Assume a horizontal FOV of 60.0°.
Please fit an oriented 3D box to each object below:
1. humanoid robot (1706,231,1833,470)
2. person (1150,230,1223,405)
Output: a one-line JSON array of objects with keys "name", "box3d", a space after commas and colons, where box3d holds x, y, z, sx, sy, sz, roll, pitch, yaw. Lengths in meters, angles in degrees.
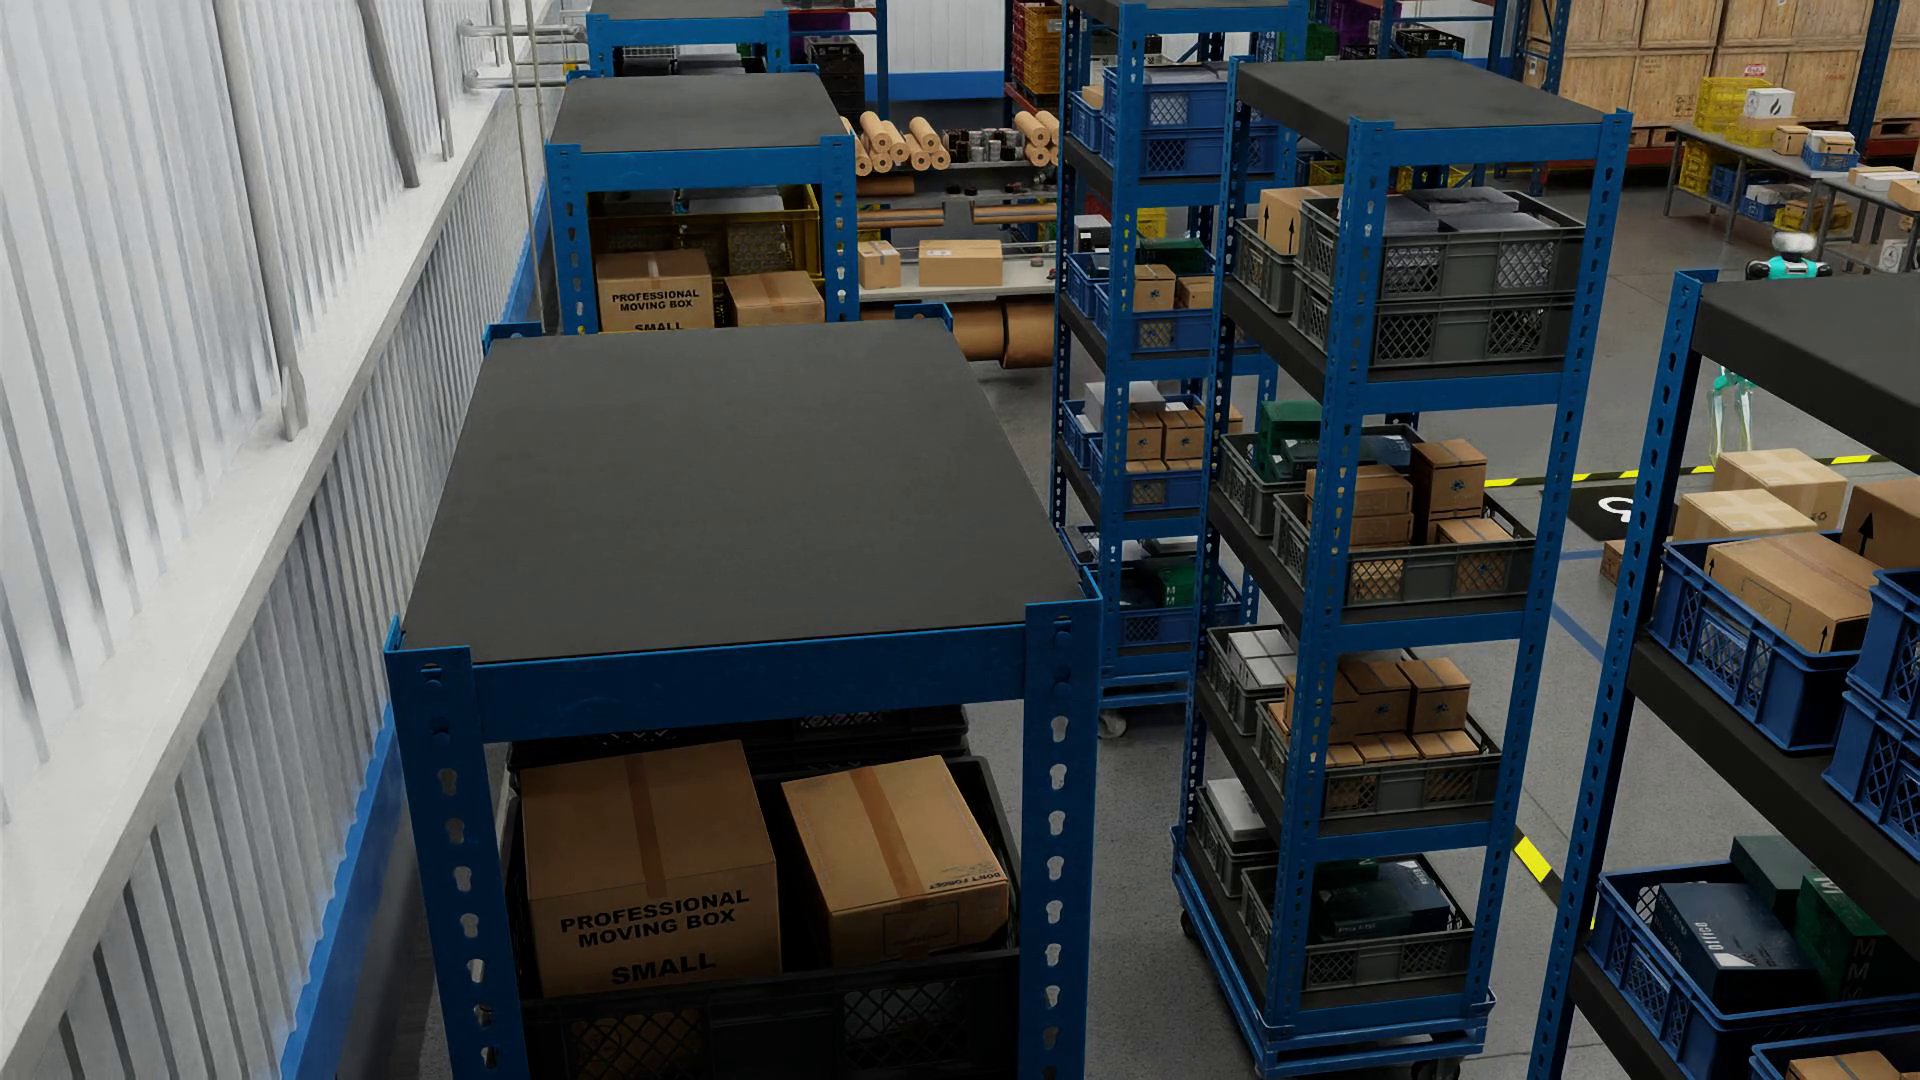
[{"name": "humanoid robot", "box3d": [5.363, -1.305, 11.222, 0.533, 1.674, 0.735, 1, 25, 2]}, {"name": "person", "box3d": [1.466, -1.101, 10.798, 0.588, 1.853, 0.393, -1, 25, -1]}]
